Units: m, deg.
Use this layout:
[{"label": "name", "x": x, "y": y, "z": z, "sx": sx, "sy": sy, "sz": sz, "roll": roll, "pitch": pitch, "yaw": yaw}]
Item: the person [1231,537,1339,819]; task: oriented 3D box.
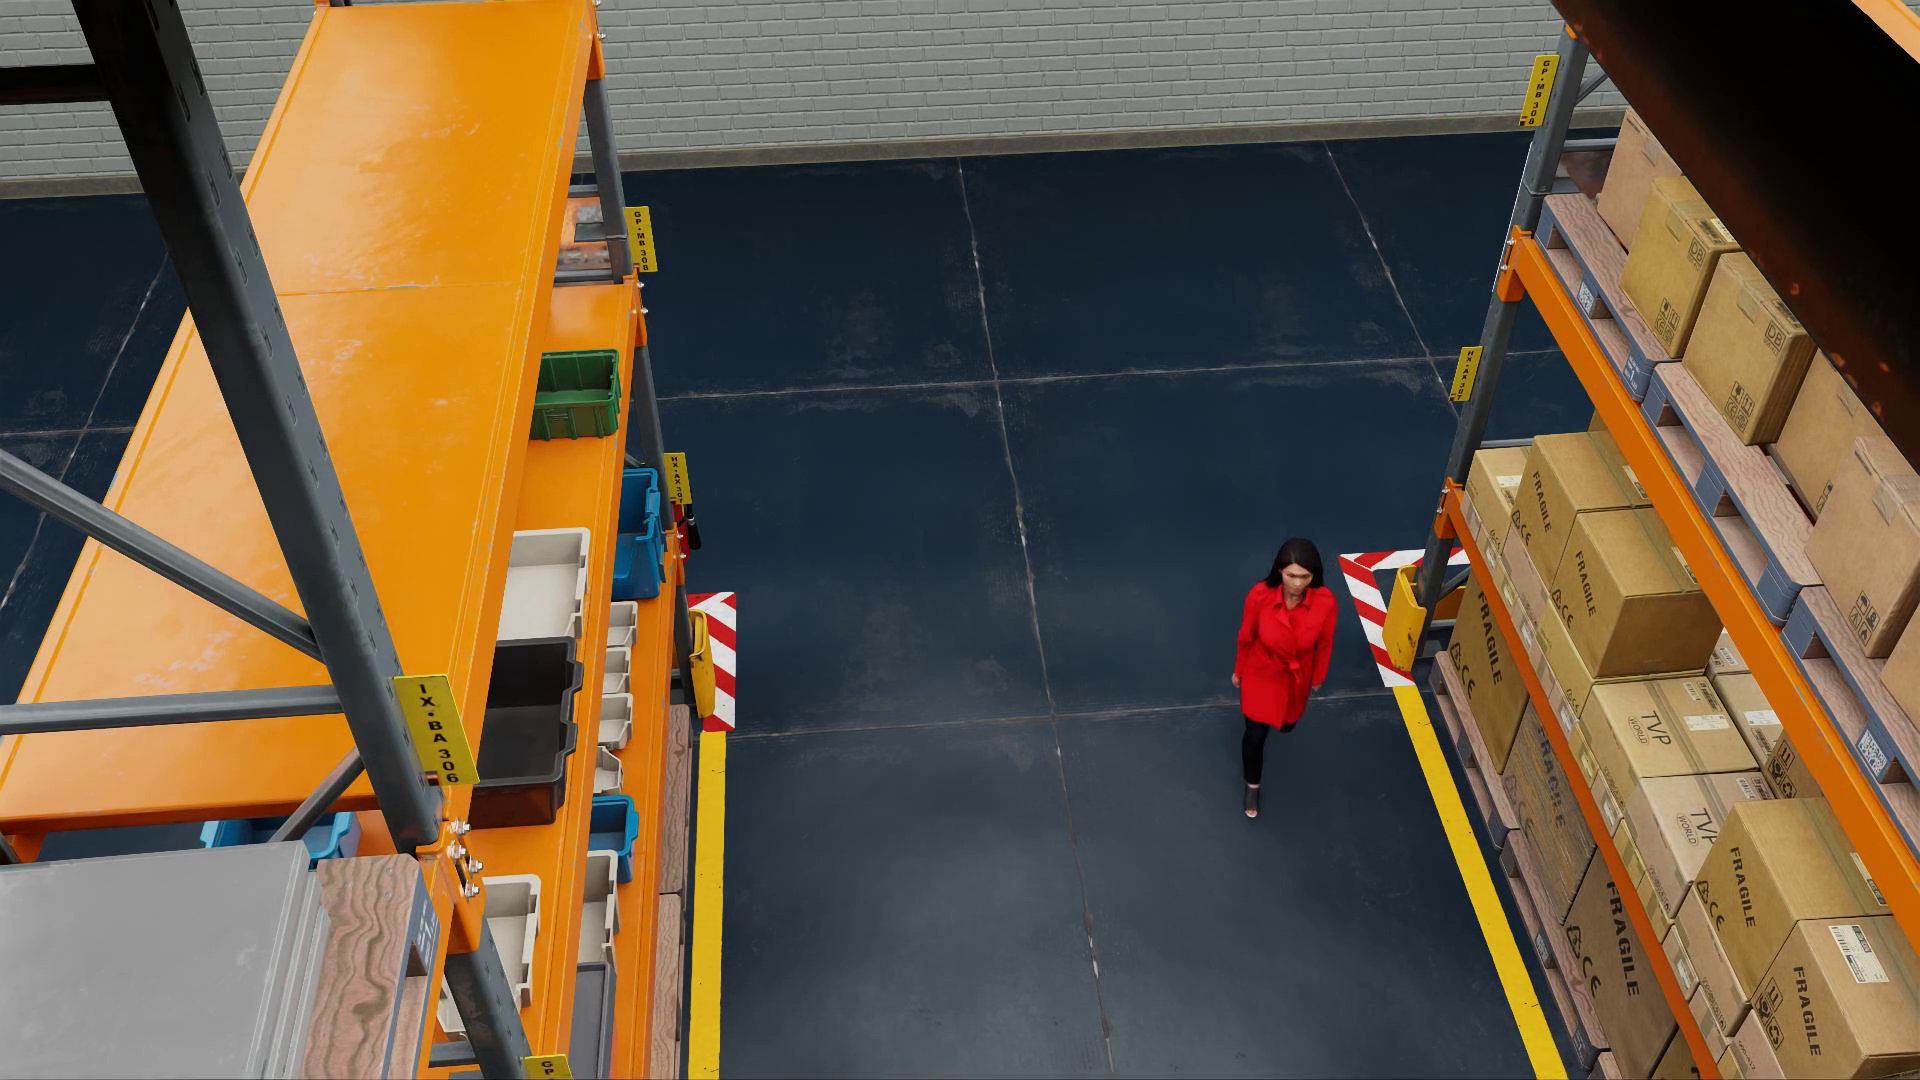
[{"label": "person", "x": 1.552, "y": 0.606, "z": 8.184, "sx": 0.712, "sy": 1.733, "sz": 0.962, "roll": 4, "pitch": 43, "yaw": 4}]
